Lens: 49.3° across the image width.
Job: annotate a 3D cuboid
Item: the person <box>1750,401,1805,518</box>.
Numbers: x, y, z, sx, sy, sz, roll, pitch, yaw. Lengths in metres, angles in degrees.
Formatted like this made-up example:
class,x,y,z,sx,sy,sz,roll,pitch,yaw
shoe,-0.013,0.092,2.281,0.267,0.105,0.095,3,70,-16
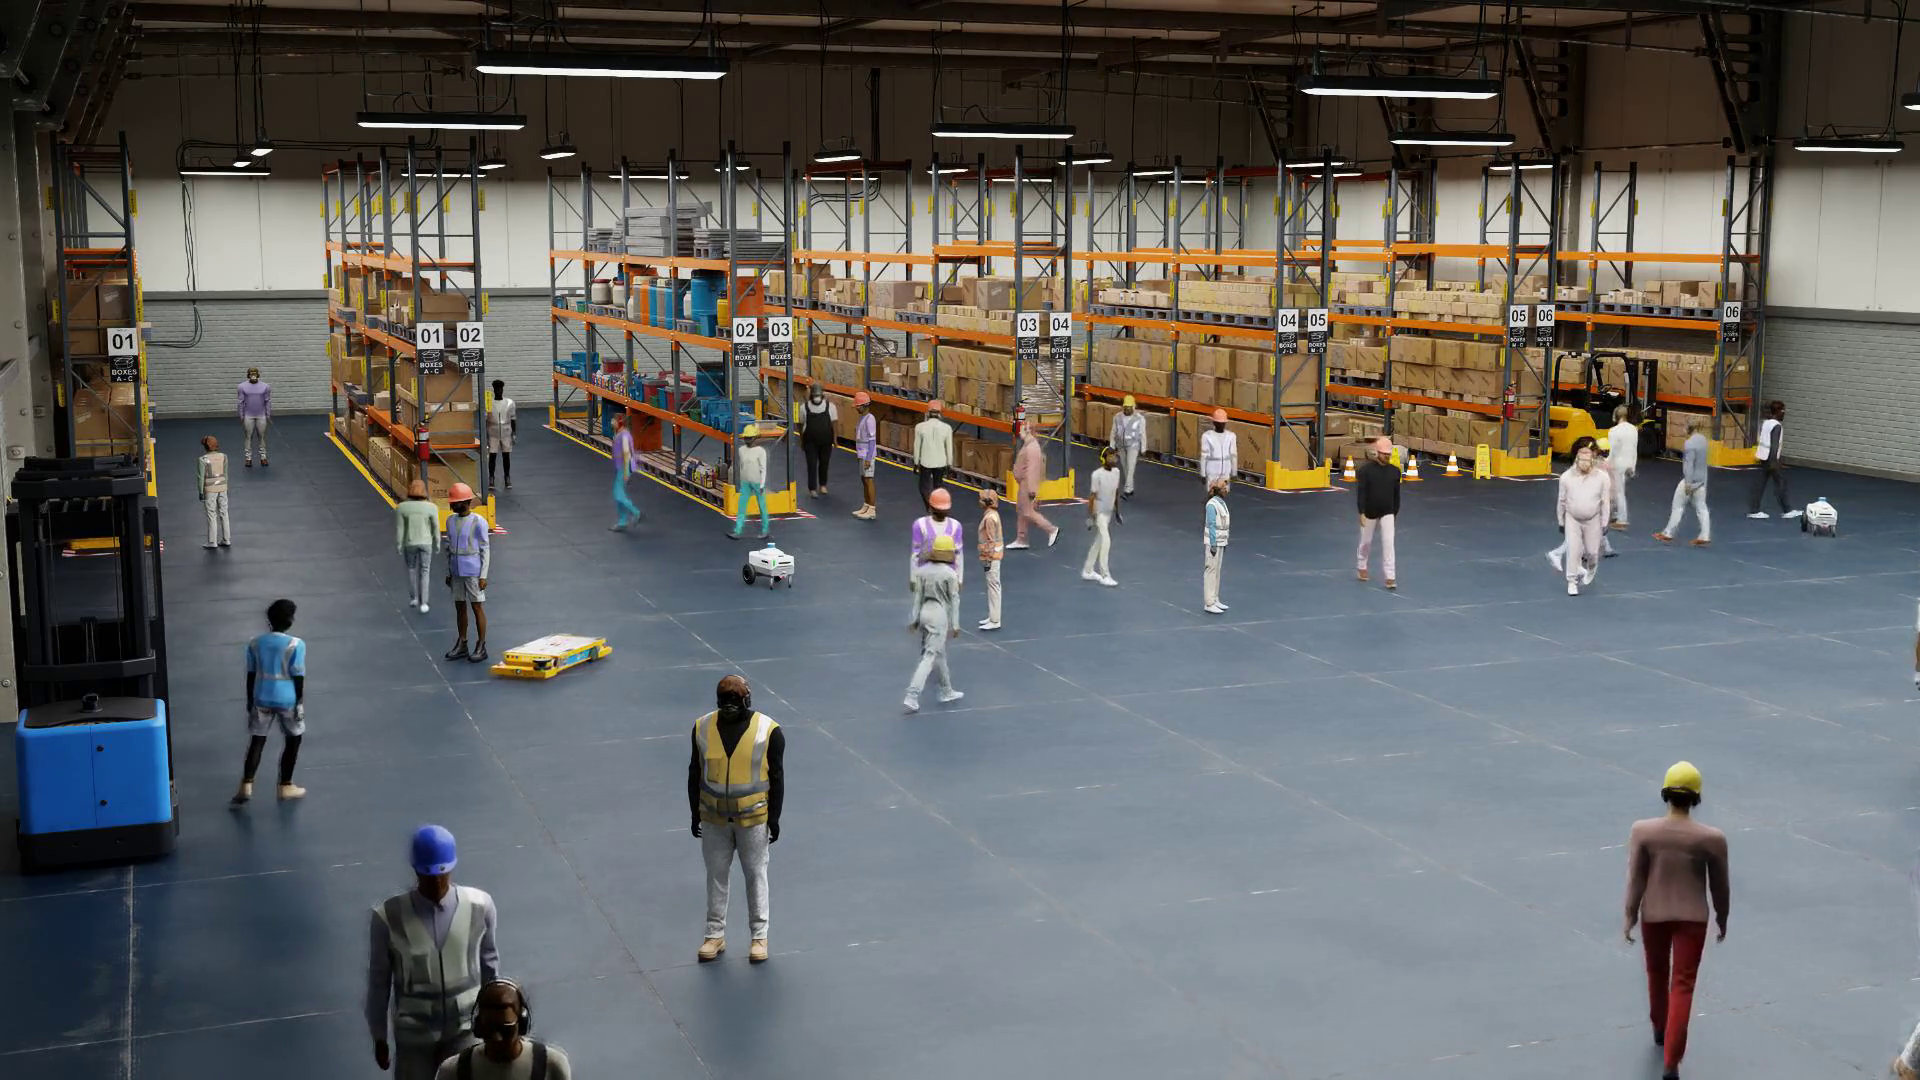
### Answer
class,x,y,z,sx,sy,sz,roll,pitch,yaw
person,13.134,-1.282,33.561,0.910,1.880,0.625,0,9,2

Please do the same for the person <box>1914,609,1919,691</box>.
class,x,y,z,sx,sy,sz,roll,pitch,yaw
person,8.349,1.127,17.725,0.515,1.820,0.973,3,9,17

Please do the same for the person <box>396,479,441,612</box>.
class,x,y,z,sx,sy,sz,roll,pitch,yaw
person,-6.592,0.057,25.535,0.520,1.613,0.565,-1,9,-9

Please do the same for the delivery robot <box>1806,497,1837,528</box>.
class,x,y,z,sx,sy,sz,roll,pitch,yaw
delivery robot,13.168,-0.410,32.003,0.477,0.478,0.707,2,9,13

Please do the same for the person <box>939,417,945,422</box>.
class,x,y,z,sx,sy,sz,roll,pitch,yaw
person,-0.480,-3.030,45.353,0.580,1.855,0.885,-4,9,-22

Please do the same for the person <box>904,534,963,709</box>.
class,x,y,z,sx,sy,sz,roll,pitch,yaw
person,-0.273,0.792,20.390,0.847,1.692,0.503,-8,12,-43

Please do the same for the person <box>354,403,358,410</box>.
class,x,y,z,sx,sy,sz,roll,pitch,yaw
person,-13.741,-3.382,47.966,0.948,1.777,0.566,1,9,6

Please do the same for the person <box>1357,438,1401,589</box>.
class,x,y,z,sx,sy,sz,roll,pitch,yaw
person,5.458,-0.382,27.410,0.615,1.948,1.035,-1,9,-6

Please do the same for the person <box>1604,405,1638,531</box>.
class,x,y,z,sx,sy,sz,roll,pitch,yaw
person,10.122,-1.120,32.383,0.642,1.920,0.647,-8,12,-43

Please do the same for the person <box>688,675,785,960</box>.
class,x,y,z,sx,sy,sz,roll,pitch,yaw
person,-1.437,1.767,13.390,0.625,1.844,0.429,1,9,7

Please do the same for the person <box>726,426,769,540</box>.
class,x,y,z,sx,sy,sz,roll,pitch,yaw
person,-3.121,-0.838,31.128,0.546,1.717,0.891,5,10,29

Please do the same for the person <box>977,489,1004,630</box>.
class,x,y,z,sx,sy,sz,roll,pitch,yaw
person,0.354,0.221,24.364,0.315,1.640,0.514,1,9,4

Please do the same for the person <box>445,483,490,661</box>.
class,x,y,z,sx,sy,sz,roll,pitch,yaw
person,-5.335,0.343,22.570,0.551,1.933,0.365,4,10,26

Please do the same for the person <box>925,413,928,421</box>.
class,x,y,z,sx,sy,sz,roll,pitch,yaw
person,-0.711,-3.584,49.843,0.539,1.621,0.311,1,9,4

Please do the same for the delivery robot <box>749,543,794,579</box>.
class,x,y,z,sx,sy,sz,roll,pitch,yaw
delivery robot,-2.465,0.283,27.385,0.477,0.478,0.707,-6,10,-34

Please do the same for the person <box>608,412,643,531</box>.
class,x,y,z,sx,sy,sz,roll,pitch,yaw
person,-5.193,-1.048,32.175,0.438,1.832,0.598,-3,9,-22

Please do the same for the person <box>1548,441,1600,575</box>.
class,x,y,z,sx,sy,sz,roll,pitch,yaw
person,8.264,-0.427,28.053,0.543,1.835,0.564,4,9,24

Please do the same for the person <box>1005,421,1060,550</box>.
class,x,y,z,sx,sy,sz,roll,pitch,yaw
person,1.049,-0.792,30.304,0.709,1.887,0.650,0,9,0

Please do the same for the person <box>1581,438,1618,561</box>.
class,x,y,z,sx,sy,sz,roll,pitch,yaw
person,8.978,-0.574,29.405,0.882,1.722,0.537,-4,9,-22

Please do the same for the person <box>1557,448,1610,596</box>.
class,x,y,z,sx,sy,sz,roll,pitch,yaw
person,7.973,-0.264,26.791,0.654,1.889,0.677,3,9,19

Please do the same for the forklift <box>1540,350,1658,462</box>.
class,x,y,z,sx,sy,sz,roll,pitch,yaw
forklift,12.897,-2.725,42.309,2.313,2.155,1.214,-3,9,-21

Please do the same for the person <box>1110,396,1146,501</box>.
class,x,y,z,sx,sy,sz,roll,pitch,yaw
person,2.867,-1.584,35.952,0.595,1.783,0.942,5,10,28

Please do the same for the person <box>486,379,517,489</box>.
class,x,y,z,sx,sy,sz,roll,pitch,yaw
person,-8.220,-1.891,37.364,0.613,1.962,0.365,-3,9,-17

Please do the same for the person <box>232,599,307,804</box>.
class,x,y,z,sx,sy,sz,roll,pitch,yaw
person,-5.586,1.321,16.960,0.555,1.666,0.558,2,9,14

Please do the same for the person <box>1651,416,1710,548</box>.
class,x,y,z,sx,sy,sz,roll,pitch,yaw
person,10.632,-0.865,30.728,0.646,1.900,0.901,-8,12,-44

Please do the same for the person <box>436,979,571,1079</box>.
class,x,y,z,sx,sy,sz,roll,pitch,yaw
person,-1.748,2.572,8.039,0.530,1.827,0.539,0,9,-2

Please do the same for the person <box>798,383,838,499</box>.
class,x,y,z,sx,sy,sz,roll,pitch,yaw
person,-2.474,-1.772,36.460,0.681,2.000,1.025,-2,9,-10

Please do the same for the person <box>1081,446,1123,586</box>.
class,x,y,z,sx,sy,sz,roll,pitch,yaw
person,1.840,-0.335,27.506,0.690,1.828,0.525,7,11,39

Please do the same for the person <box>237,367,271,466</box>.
class,x,y,z,sx,sy,sz,roll,pitch,yaw
person,-13.795,-2.419,40.974,0.632,1.940,0.372,-4,9,-24

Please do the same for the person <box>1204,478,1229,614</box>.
class,x,y,z,sx,sy,sz,roll,pitch,yaw
person,3.117,0.056,25.458,0.310,1.642,0.514,3,9,20

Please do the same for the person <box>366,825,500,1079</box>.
class,x,y,z,sx,sy,sz,roll,pitch,yaw
person,-2.481,2.252,9.885,0.623,1.922,0.778,-4,9,-22

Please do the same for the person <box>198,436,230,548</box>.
class,x,y,z,sx,sy,sz,roll,pitch,yaw
person,-10.890,-0.704,30.568,0.316,1.629,0.507,6,10,33

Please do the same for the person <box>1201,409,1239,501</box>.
class,x,y,z,sx,sy,sz,roll,pitch,yaw
person,3.961,-1.030,31.803,0.544,1.919,0.577,-2,9,-13

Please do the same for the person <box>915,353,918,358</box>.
class,x,y,z,sx,sy,sz,roll,pitch,yaw
person,-0.979,-3.302,47.255,0.661,1.815,0.803,-2,9,-14

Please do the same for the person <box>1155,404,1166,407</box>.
class,x,y,z,sx,sy,sz,roll,pitch,yaw
person,4.587,-3.310,47.923,0.499,1.634,0.279,-4,9,-22

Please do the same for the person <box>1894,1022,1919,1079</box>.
class,x,y,z,sx,sy,sz,roll,pitch,yaw
person,5.330,2.156,10.957,0.644,1.803,0.945,-2,9,-15

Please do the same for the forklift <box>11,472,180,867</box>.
class,x,y,z,sx,sy,sz,roll,pitch,yaw
forklift,-6.630,0.886,15.957,1.129,2.768,1.873,-3,9,-21

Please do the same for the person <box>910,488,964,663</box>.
class,x,y,z,sx,sy,sz,roll,pitch,yaw
person,-0.229,0.396,22.306,0.553,1.907,0.607,-2,9,-14

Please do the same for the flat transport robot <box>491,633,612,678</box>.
class,x,y,z,sx,sy,sz,roll,pitch,yaw
flat transport robot,-4.350,1.223,22.370,0.652,0.197,1.431,3,9,19

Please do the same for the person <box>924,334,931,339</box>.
class,x,y,z,sx,sy,sz,roll,pitch,yaw
person,-0.760,-4.101,51.868,0.609,2.036,0.403,-6,10,-33

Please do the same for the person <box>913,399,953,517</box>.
class,x,y,z,sx,sy,sz,roll,pitch,yaw
person,-0.415,-1.213,32.803,0.638,1.974,0.486,-2,9,-13

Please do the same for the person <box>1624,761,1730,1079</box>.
class,x,y,z,sx,sy,sz,roll,pitch,yaw
person,3.990,2.086,11.660,0.543,1.716,0.909,4,9,23

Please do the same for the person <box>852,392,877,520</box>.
class,x,y,z,sx,sy,sz,roll,pitch,yaw
person,-1.536,-1.355,33.563,0.389,2.036,0.605,-2,9,-16
